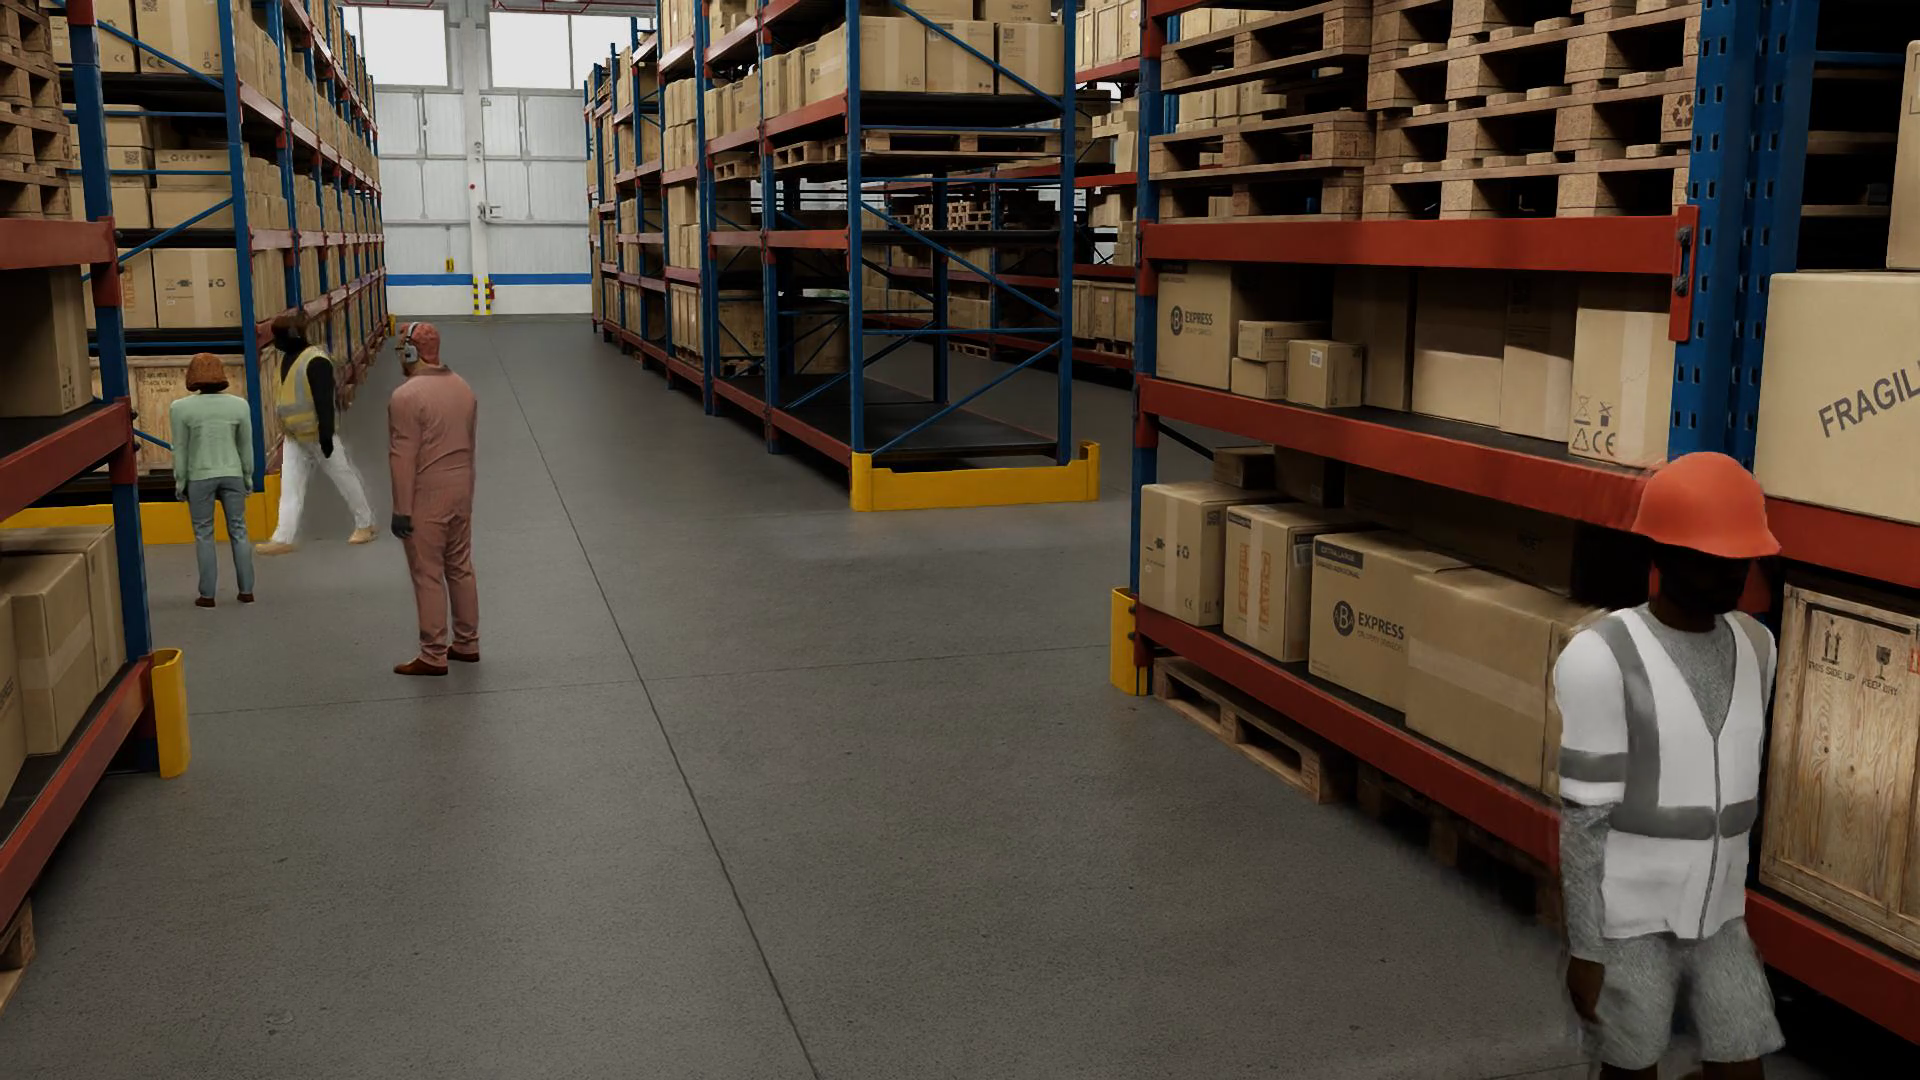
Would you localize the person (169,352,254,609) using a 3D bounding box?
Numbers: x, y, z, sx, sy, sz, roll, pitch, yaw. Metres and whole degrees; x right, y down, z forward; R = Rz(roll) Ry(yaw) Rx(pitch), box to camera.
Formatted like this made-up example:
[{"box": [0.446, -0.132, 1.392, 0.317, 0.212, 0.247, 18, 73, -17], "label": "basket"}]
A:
[{"box": [-4.732, -0.374, 10.569, 0.494, 1.624, 0.279, -10, 14, -43], "label": "person"}]

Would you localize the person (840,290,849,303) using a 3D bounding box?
[{"box": [-2.904, -6.469, 43.731, 0.876, 1.697, 0.541, -7, 12, -34], "label": "person"}]

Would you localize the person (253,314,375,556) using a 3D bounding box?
[{"box": [-4.849, -0.798, 12.492, 0.714, 1.782, 1.002, 8, 13, 36], "label": "person"}]

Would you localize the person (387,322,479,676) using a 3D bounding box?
[{"box": [-2.866, -0.224, 8.999, 0.399, 1.899, 0.646, 3, 11, 17], "label": "person"}]

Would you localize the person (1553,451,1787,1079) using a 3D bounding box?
[{"box": [1.475, 0.763, 3.511, 0.553, 1.922, 0.441, -3, 11, -16], "label": "person"}]

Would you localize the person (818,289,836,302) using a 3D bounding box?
[{"box": [-2.618, -4.588, 32.650, 0.381, 1.994, 0.615, -4, 11, -21], "label": "person"}]
